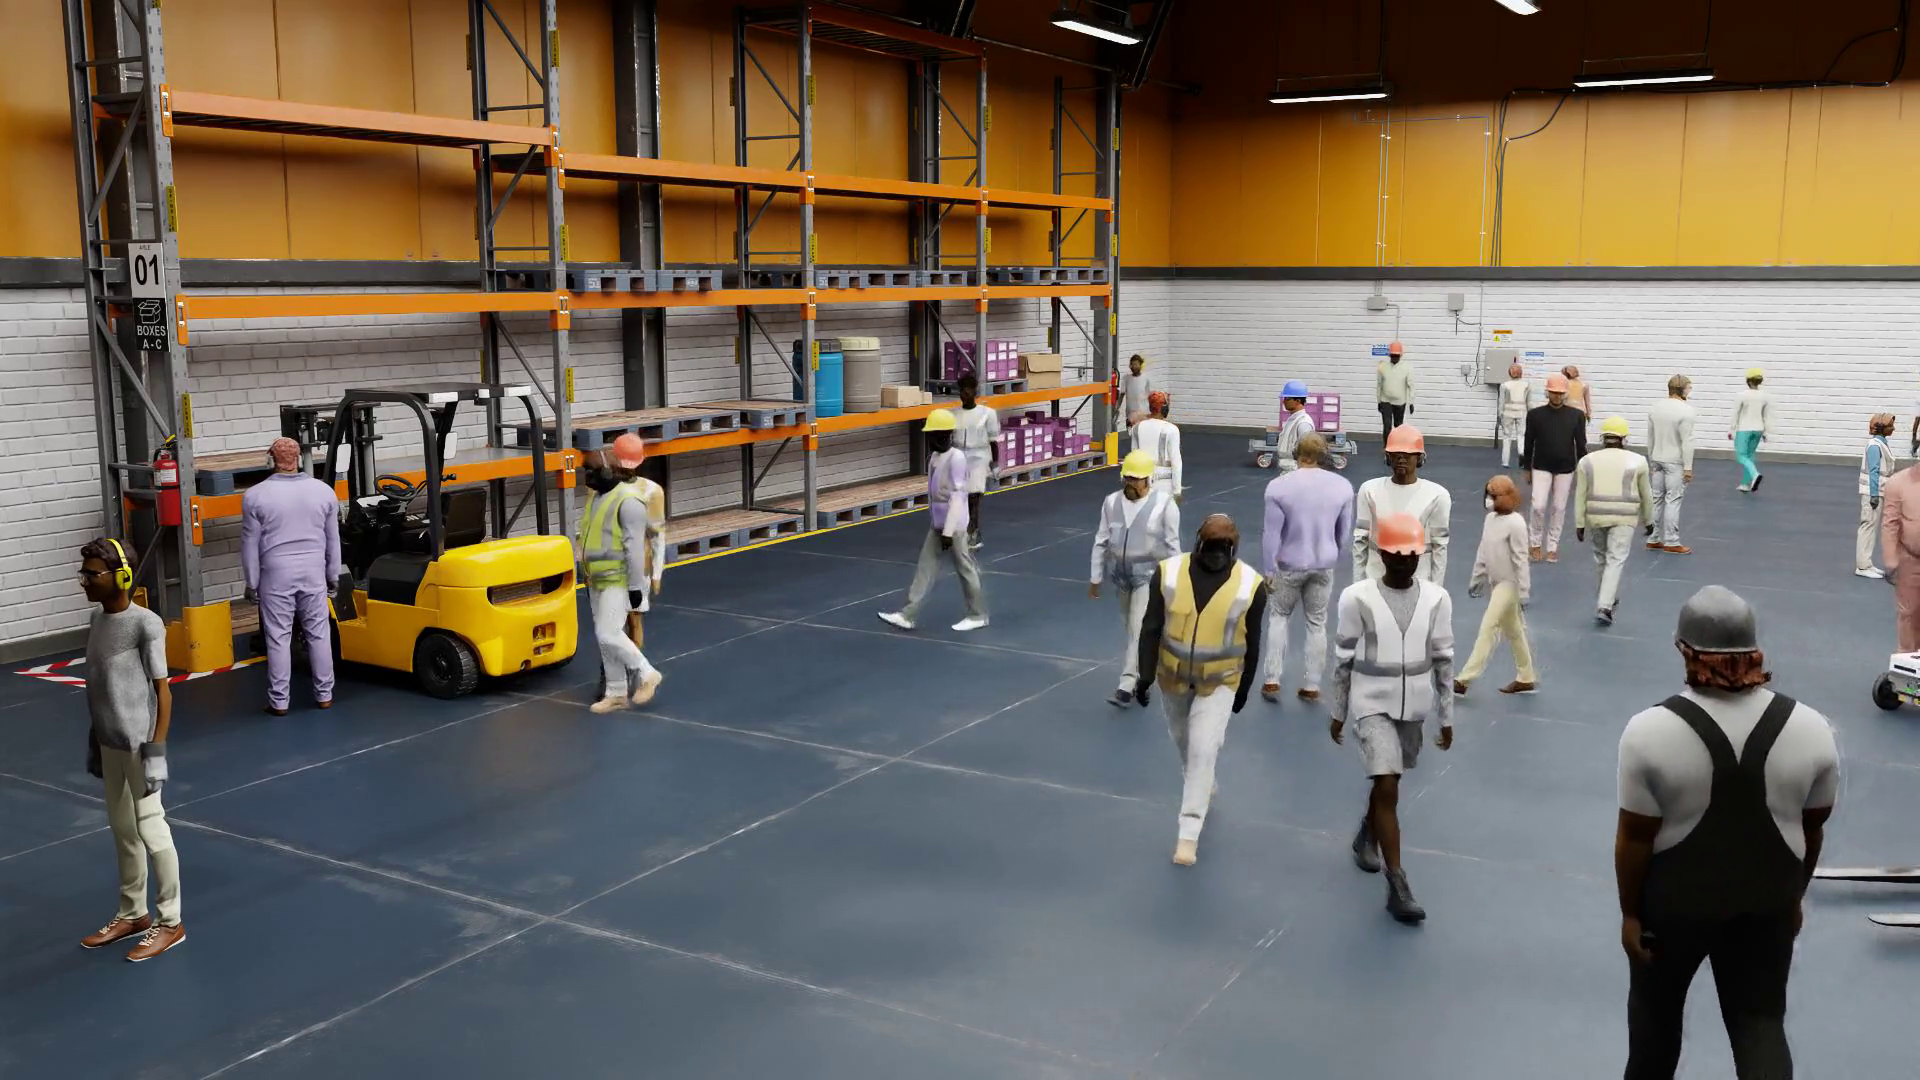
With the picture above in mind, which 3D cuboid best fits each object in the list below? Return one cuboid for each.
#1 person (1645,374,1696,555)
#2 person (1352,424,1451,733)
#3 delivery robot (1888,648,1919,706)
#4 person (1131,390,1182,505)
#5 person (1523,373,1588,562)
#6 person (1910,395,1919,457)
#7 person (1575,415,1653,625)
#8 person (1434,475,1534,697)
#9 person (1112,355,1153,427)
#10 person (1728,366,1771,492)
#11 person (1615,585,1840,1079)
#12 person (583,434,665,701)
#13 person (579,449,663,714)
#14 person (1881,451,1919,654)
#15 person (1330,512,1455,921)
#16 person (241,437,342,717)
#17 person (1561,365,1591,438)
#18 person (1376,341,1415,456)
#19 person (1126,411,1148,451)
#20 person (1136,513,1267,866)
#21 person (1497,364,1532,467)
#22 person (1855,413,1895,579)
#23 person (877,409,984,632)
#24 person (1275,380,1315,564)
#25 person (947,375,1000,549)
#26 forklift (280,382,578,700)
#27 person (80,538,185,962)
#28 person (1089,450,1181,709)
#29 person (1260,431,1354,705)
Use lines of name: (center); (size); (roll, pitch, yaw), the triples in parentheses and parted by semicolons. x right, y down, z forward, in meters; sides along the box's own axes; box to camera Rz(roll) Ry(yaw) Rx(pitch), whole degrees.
person: (7.633, -0.811, 17.866); (0.371, 1.936, 0.629); (-3, 10, -17)
person: (2.836, 0.270, 10.771); (0.608, 2.048, 0.365); (5, 10, 26)
delivery robot: (6.697, 0.881, 11.308); (0.707, 0.478, 0.477); (-3, 9, -18)
person: (1.918, -0.512, 16.165); (0.575, 1.883, 0.355); (9, 12, 43)
person: (6.173, -0.735, 17.251); (0.617, 1.974, 0.516); (2, 9, 15)
person: (12.151, -1.223, 20.748); (0.854, 1.849, 0.523); (-7, 12, -38)
person: (5.652, -0.182, 14.428); (0.602, 1.793, 0.940); (7, 11, 37)
person: (3.743, 0.335, 11.770); (0.845, 1.586, 0.535); (-1, 9, -5)
person: (2.596, -1.848, 24.731); (0.534, 1.816, 0.997); (6, 11, 35)
person: (10.832, -1.497, 22.731); (0.528, 1.743, 0.659); (-1, 9, -7)
person: (2.455, 1.139, 5.366); (0.676, 2.000, 0.876); (1, 9, 8)
person: (-2.362, 0.195, 11.673); (0.593, 1.905, 0.578); (0, 9, -1)
person: (-2.383, 0.288, 11.358); (0.438, 1.823, 0.639); (-7, 12, -39)
person: (6.932, 0.170, 11.903); (0.640, 1.882, 0.667); (5, 11, 30)
person: (2.093, 0.789, 8.032); (0.557, 1.889, 1.018); (-1, 9, -6)
person: (-4.575, 0.246, 11.393); (0.641, 1.900, 0.402); (-7, 12, -39)
person: (9.447, -1.893, 25.631); (0.544, 1.616, 0.429); (0, 9, 2)
person: (7.081, -2.278, 27.032); (0.621, 1.949, 0.822); (3, 10, 19)
person: (1.865, -0.499, 16.908); (0.374, 1.608, 0.527); (-2, 9, -14)
person: (1.291, 0.718, 8.798); (0.628, 1.792, 0.973); (4, 10, 22)
person: (8.555, -1.909, 25.667); (0.530, 1.621, 0.517); (1, 9, 7)
person: (9.087, -0.447, 16.513); (0.306, 1.640, 0.523); (6, 11, 33)
person: (-0.202, -0.142, 13.849); (0.954, 1.876, 0.612); (-4, 10, -24)
person: (3.363, -0.633, 16.715); (0.390, 1.948, 0.605); (-1, 9, -4)
person: (0.054, -0.805, 17.861); (0.637, 1.915, 0.974); (4, 10, 23)
forklift: (-3.974, -0.067, 12.417); (2.313, 2.155, 1.214); (5, 11, 30)
person: (-3.674, 0.913, 7.320); (0.521, 1.869, 0.328); (5, 11, 30)
person: (1.166, 0.269, 11.579); (0.629, 1.781, 0.895); (6, 11, 34)
person: (2.407, 0.193, 11.652); (0.641, 1.915, 0.510); (0, 9, -2)
